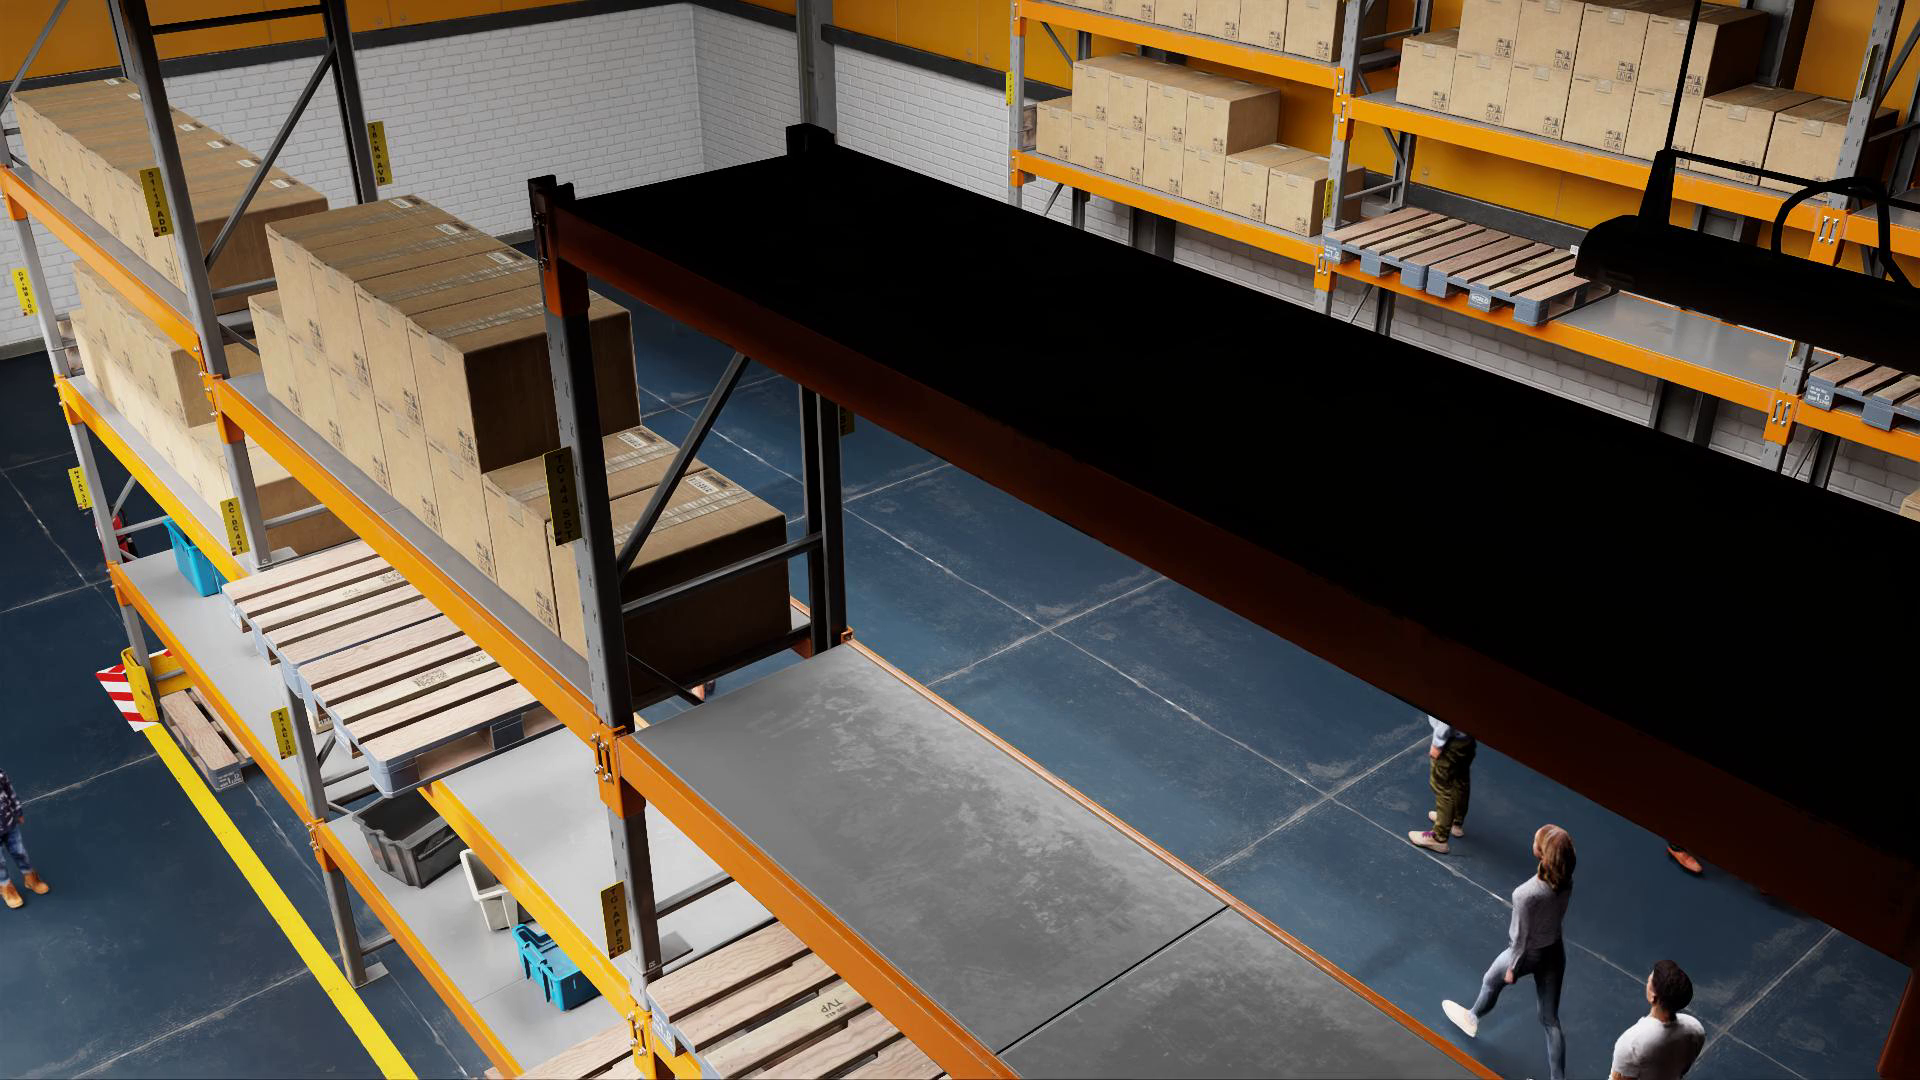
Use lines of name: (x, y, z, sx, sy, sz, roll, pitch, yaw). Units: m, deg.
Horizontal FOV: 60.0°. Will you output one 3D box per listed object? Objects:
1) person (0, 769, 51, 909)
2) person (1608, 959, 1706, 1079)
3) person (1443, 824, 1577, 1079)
person: (-6.292, 1.816, 10.798, 0.588, 1.249, 0.559, 19, 34, 30)
person: (3.399, 2.911, 8.205, 1.010, 1.812, 1.268, -7, 29, -13)
person: (3.254, 2.382, 9.247, 0.769, 1.741, 1.217, -15, 32, -25)
